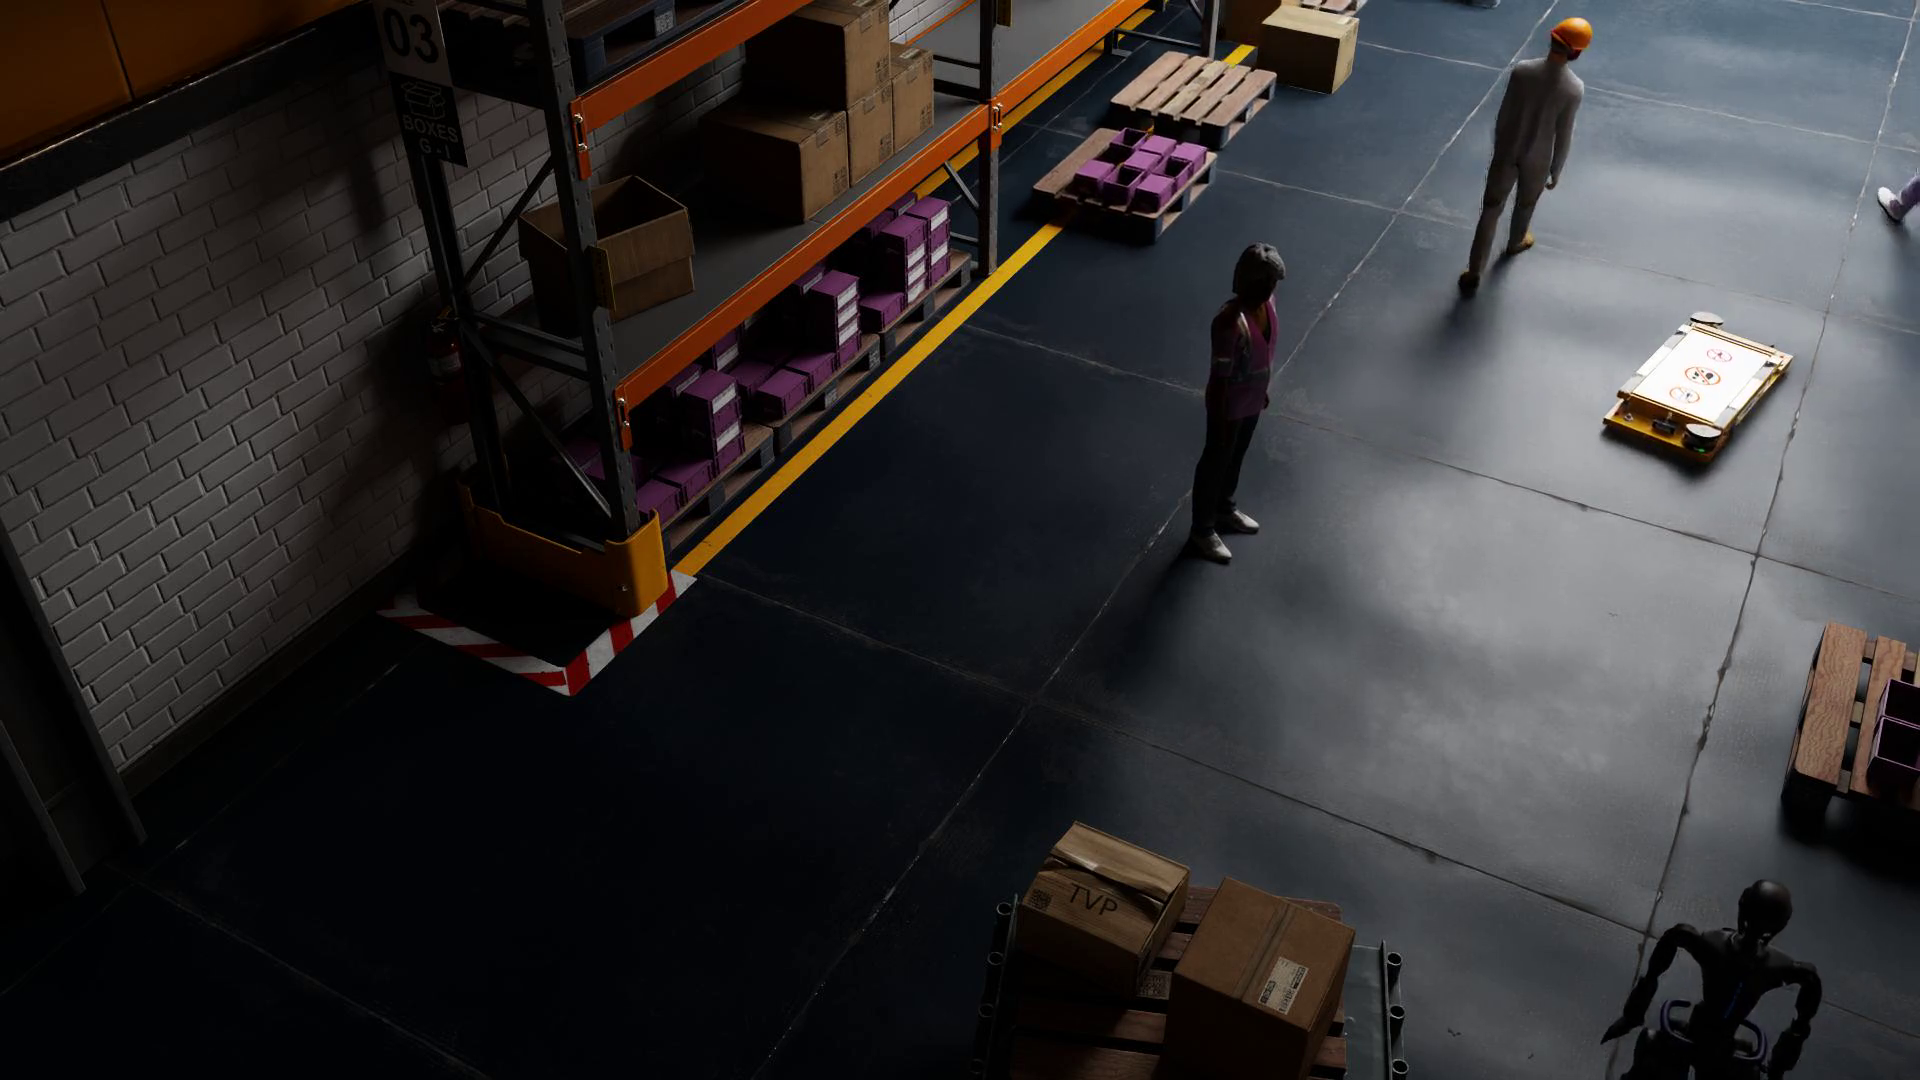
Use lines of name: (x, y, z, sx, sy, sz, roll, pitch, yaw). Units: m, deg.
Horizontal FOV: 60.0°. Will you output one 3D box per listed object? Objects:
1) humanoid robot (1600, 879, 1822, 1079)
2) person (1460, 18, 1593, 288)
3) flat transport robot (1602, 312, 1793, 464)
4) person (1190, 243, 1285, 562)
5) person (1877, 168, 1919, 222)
humanoid robot: (2.617, 1.777, 5.862, 0.616, 1.650, 0.350, 15, 41, 18)
person: (3.835, -2.628, 11.260, 0.557, 1.826, 0.983, 19, 43, 23)
flat transport robot: (4.654, -0.976, 10.439, 0.659, 0.231, 1.431, 28, 46, 30)
person: (1.498, -0.751, 8.895, 0.342, 1.846, 0.509, 27, 46, 29)
person: (7.085, -2.945, 11.622, 0.678, 1.857, 0.961, -3, 39, -4)
